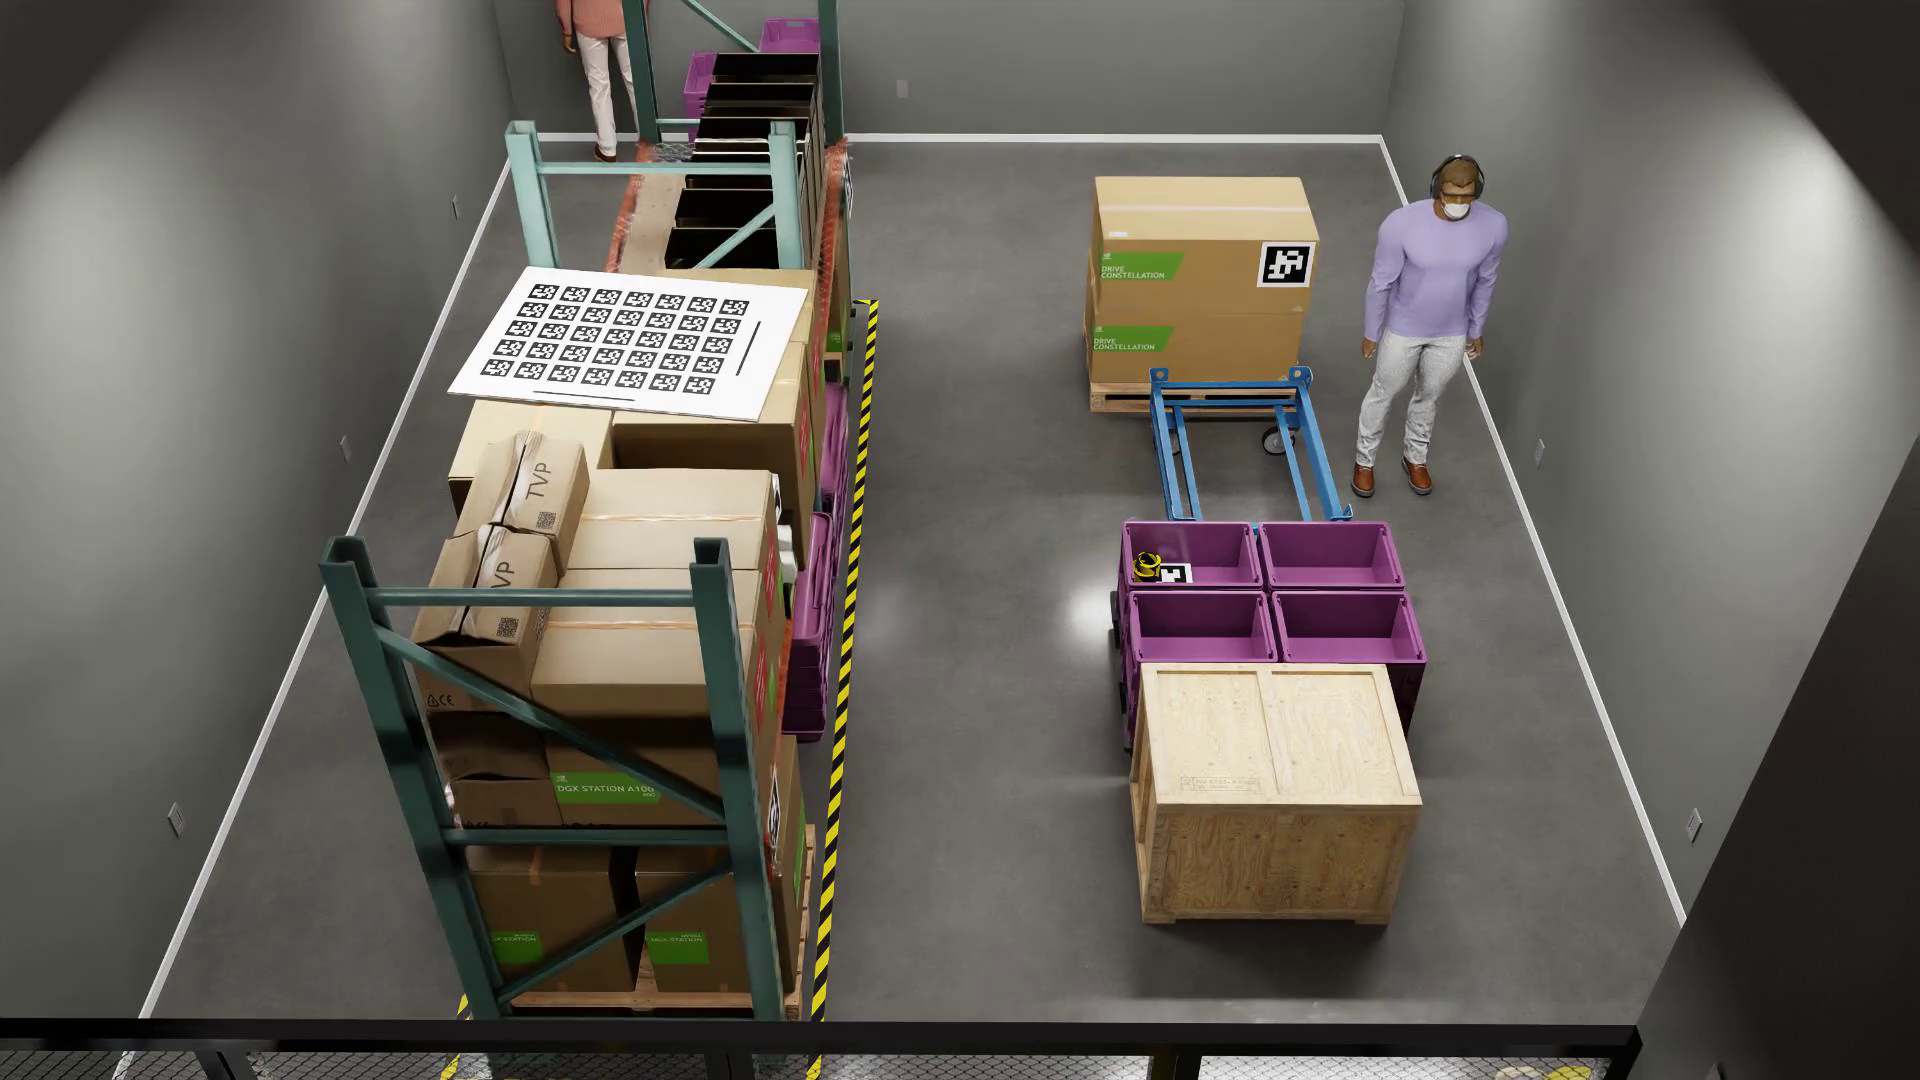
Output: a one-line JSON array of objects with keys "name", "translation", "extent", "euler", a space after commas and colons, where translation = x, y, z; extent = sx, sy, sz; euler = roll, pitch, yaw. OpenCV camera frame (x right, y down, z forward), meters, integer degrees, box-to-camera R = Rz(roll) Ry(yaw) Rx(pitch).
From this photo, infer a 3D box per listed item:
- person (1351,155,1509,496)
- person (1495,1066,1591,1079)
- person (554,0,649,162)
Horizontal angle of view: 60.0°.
[{"name": "person", "translation": [2.322, -1.056, 8.317], "extent": [0.638, 1.938, 0.356], "euler": [-2, 41, -2]}, {"name": "person", "translation": [1.610, 2.071, 4.830], "extent": [0.404, 1.831, 0.600], "euler": [5, 41, 5]}, {"name": "person", "translation": [-2.353, -3.428, 10.981], "extent": [0.612, 1.994, 0.395], "euler": [-15, 43, -16]}]
